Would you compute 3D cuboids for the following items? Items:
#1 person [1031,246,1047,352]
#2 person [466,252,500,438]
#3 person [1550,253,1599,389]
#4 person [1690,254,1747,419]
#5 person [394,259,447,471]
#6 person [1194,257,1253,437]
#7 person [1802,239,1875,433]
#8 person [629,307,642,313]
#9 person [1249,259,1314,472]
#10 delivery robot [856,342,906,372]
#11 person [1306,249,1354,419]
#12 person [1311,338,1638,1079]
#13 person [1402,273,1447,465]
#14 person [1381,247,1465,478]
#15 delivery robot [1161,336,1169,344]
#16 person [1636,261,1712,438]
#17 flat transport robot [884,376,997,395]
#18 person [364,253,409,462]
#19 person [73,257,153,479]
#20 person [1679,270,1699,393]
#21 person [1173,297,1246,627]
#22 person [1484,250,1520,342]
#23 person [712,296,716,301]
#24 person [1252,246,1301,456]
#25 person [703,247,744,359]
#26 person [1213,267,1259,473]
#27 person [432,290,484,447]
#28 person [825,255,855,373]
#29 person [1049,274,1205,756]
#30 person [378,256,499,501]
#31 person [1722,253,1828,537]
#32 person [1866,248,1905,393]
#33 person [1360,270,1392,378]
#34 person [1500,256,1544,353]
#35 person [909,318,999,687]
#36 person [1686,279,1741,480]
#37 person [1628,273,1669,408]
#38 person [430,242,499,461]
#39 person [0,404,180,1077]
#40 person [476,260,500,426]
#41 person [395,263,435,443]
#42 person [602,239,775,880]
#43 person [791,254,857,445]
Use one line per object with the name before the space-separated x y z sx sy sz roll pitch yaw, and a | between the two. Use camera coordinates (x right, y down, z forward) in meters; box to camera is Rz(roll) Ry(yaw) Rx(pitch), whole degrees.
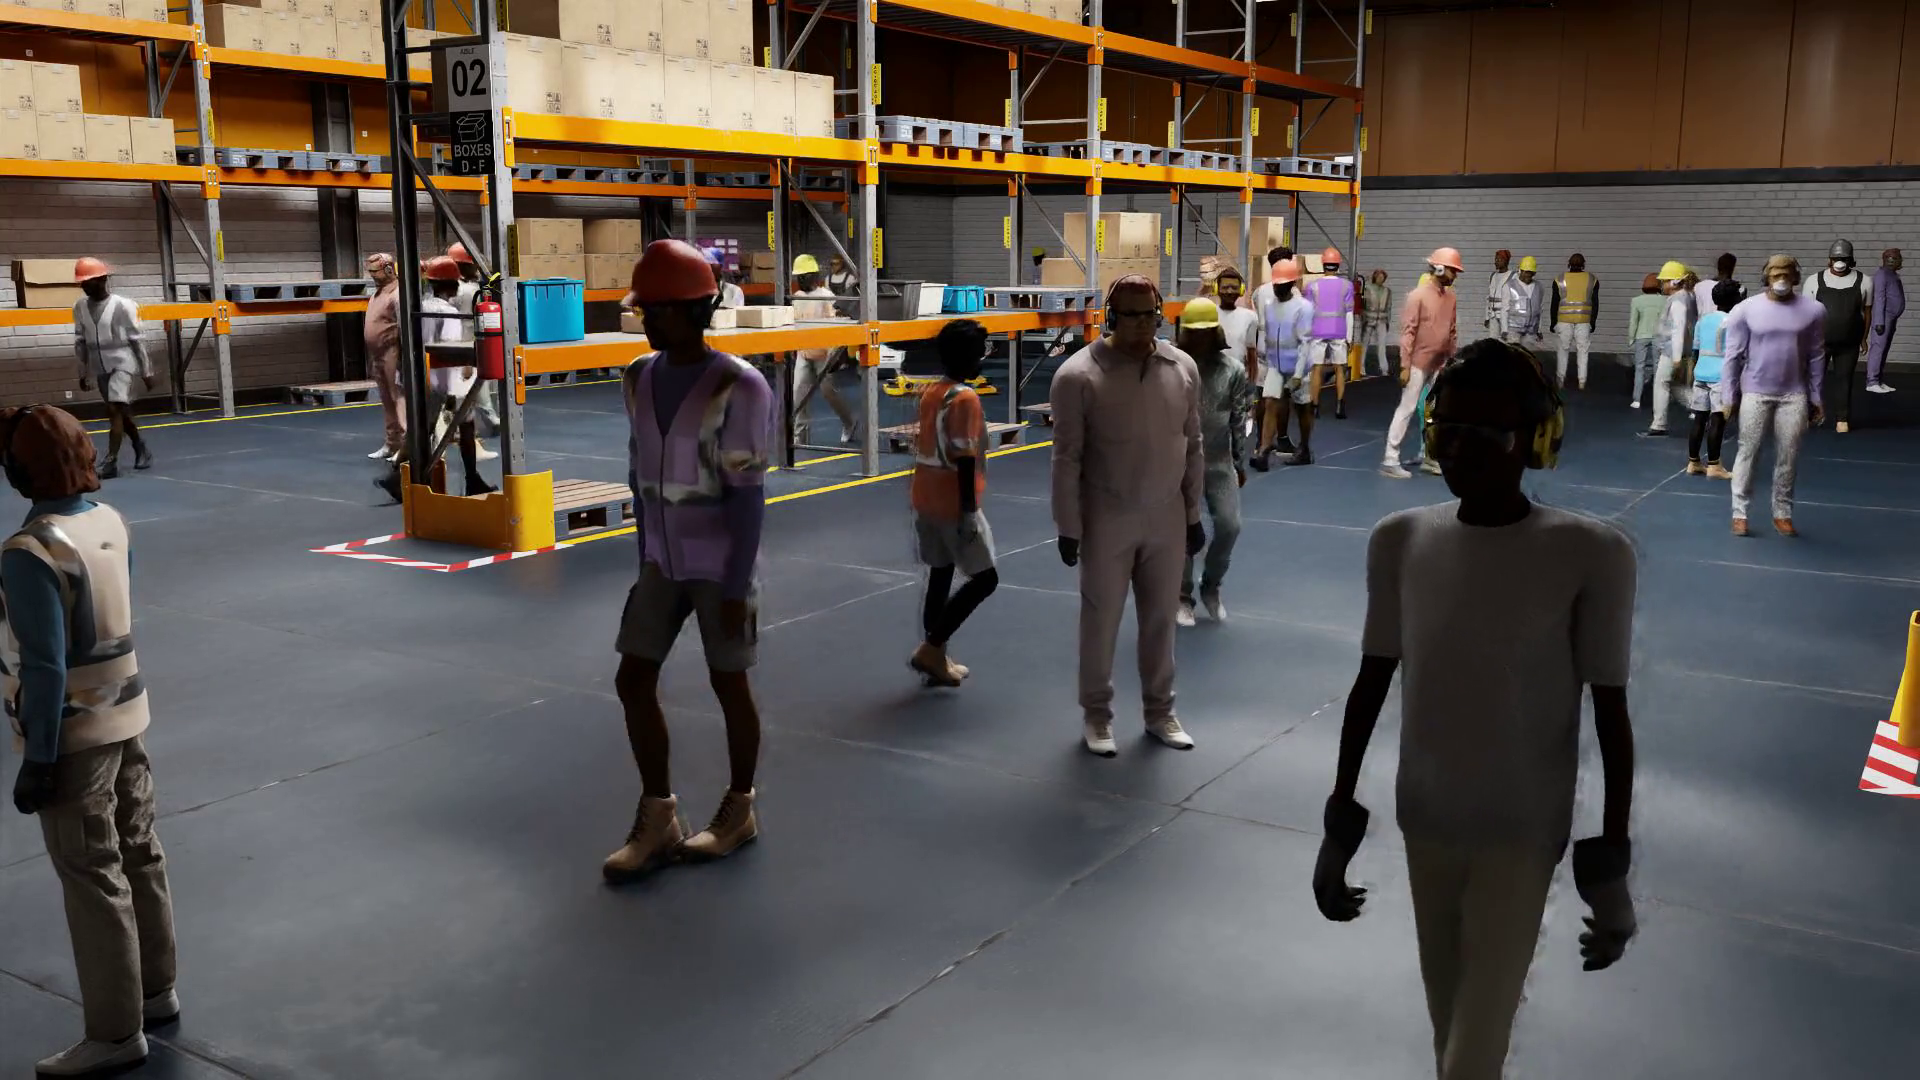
person | 1.461 -4.329 29.984 0.421 1.905 0.588 9 13 40
person | -4.907 -2.002 17.098 0.991 1.896 0.647 5 11 24
person | 8.379 -2.985 22.721 0.621 1.845 0.429 2 10 13
person | 8.632 -2.316 18.976 0.602 1.859 1.030 8 13 37
person | -4.655 -1.486 14.368 0.521 1.862 0.334 3 11 17
person | 2.715 -1.966 17.057 0.660 1.865 0.672 -9 13 -40
person | 9.201 -2.141 17.495 0.687 2.000 0.535 5 11 24
person | -3.713 -2.340 19.870 0.511 1.581 0.900 2 10 12
person | 2.866 -1.528 14.634 0.543 1.859 1.017 9 14 41
delivery robot | -1.137 -2.638 24.106 0.707 0.478 0.477 1 10 4
person | 4.178 -2.321 18.866 0.566 1.924 0.463 2 10 12
person | 0.861 0.575 2.967 0.555 1.845 0.769 10 14 44
person | 4.337 -1.506 14.806 0.653 1.734 0.537 1 10 7
person | 3.994 -1.505 14.215 0.698 1.960 0.563 -8 13 -37
delivery robot | 3.150 -2.893 25.516 0.707 0.478 0.477 -5 11 -25
person | 7.334 -1.925 16.930 0.654 1.812 0.598 5 11 27
flat transport robot | -0.267 -2.046 21.871 1.431 0.197 0.652 -1 10 -6
person | -5.241 -1.668 15.262 0.408 1.903 0.638 -9 14 -41
person | -7.274 -1.488 14.352 0.594 1.883 1.005 2 10 9
person | 9.344 -2.651 21.452 0.289 1.632 0.497 -3 11 -18
person | 1.246 -0.393 8.676 0.508 1.728 0.412 -1 10 -4
person | 7.667 -3.161 23.578 0.339 1.882 0.584 -5 11 -26
person | -2.394 -1.550 14.757 0.571 1.845 0.382 -4 11 -23
person | 3.004 -1.774 15.665 0.367 1.966 0.606 -7 12 -34
person | -2.370 -1.834 16.042 0.607 1.951 0.381 0 10 0
person | 2.037 -1.200 12.895 0.520 1.827 0.958 3 11 14
person | -4.970 -1.858 16.364 0.342 1.881 0.579 -10 14 -43
person | -1.902 -3.482 25.610 0.524 1.790 0.936 6 12 28
person | 0.675 -0.093 6.565 0.653 1.894 0.401 -4 11 -21
person | -4.085 -1.244 12.908 0.537 1.911 0.920 8 13 37
person | 5.554 -0.984 11.372 0.648 1.937 0.363 2 10 12
person | 12.353 -2.920 22.170 0.407 1.913 0.641 9 14 40
person | 6.139 -3.202 24.650 0.528 1.587 0.897 -1 10 -6
person | 7.154 -2.692 21.155 0.587 1.821 0.404 -2 10 -11
person | -0.041 -0.141 7.377 0.338 1.682 0.596 -4 11 -22
person | 6.431 -1.363 14.129 0.318 1.698 0.539 -2 10 -11
person | 8.314 -2.396 20.035 0.498 1.633 0.278 4 11 19
person | -4.592 -1.670 14.991 0.793 2.017 0.607 -9 14 -41
person | -2.145 0.485 4.061 0.311 1.636 0.523 -1 10 -4
person | -4.860 -1.998 17.340 0.636 1.822 0.654 -4 11 -21
person | -5.478 -1.867 16.550 0.589 1.833 0.404 1 10 8
person | -0.901 0.086 5.216 0.641 2.014 0.756 7 12 33
person | -1.369 -1.855 16.339 0.634 1.888 0.894 8 13 38
